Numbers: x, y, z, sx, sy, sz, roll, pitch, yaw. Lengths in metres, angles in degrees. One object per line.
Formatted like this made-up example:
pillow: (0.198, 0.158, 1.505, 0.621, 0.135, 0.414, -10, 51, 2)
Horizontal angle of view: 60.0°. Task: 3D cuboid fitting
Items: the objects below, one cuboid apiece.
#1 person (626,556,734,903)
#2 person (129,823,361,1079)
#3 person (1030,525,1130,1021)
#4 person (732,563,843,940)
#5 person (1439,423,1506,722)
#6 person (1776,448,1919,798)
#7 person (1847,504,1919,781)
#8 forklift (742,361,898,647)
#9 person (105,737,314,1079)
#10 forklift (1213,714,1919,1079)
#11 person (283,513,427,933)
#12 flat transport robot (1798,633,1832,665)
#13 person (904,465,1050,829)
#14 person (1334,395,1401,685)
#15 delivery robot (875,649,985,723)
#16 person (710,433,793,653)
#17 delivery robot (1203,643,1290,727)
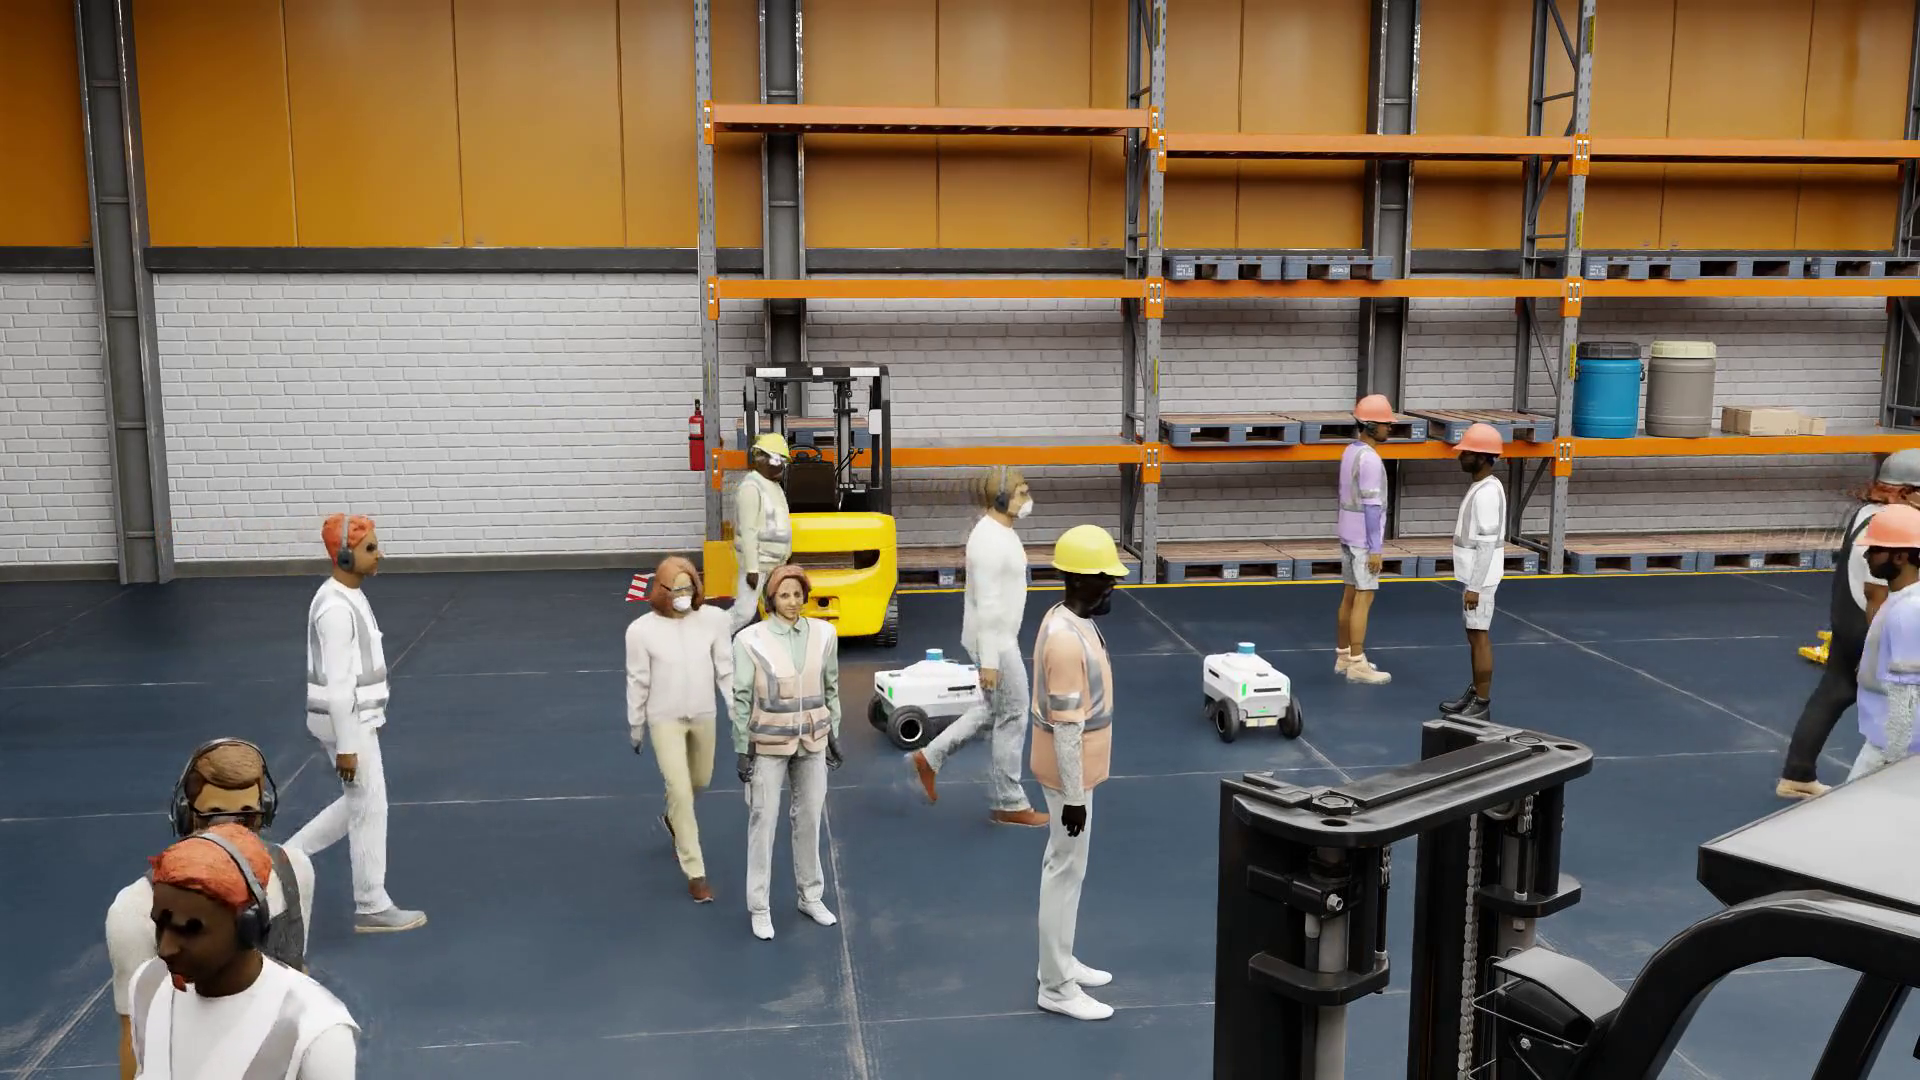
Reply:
person: (-1.325, 0.837, 7.847, 0.546, 1.600, 0.756, -5, 10, -29)
person: (-1.382, 1.434, 3.375, 0.582, 1.855, 0.906, 6, 11, 31)
person: (0.466, 0.891, 6.514, 0.375, 1.925, 0.595, 1, 9, 5)
person: (-0.753, 0.911, 7.286, 0.523, 1.639, 0.306, -6, 11, -31)
person: (3.293, 0.222, 10.643, 0.347, 1.943, 0.544, 2, 9, 14)
person: (4.986, 0.455, 8.882, 1.064, 2.000, 0.689, 2, 9, 11)
person: (3.975, 0.810, 7.020, 0.504, 1.926, 0.545, 7, 11, 36)
forklift: (-1.154, -0.340, 13.365, 1.214, 2.155, 2.313, -1, 9, -7)
person: (-1.693, 1.354, 3.894, 0.348, 1.842, 0.505, 6, 11, 32)
forklift: (1.441, 1.425, 2.350, 1.214, 2.155, 2.313, -7, 12, -39)
person: (-2.730, 0.809, 7.243, 0.621, 1.870, 0.580, -2, 9, -14)
flat transport robot: (6.997, 0.815, 12.142, 1.431, 0.197, 0.652, -1, 9, -3)
person: (0.107, 0.555, 8.682, 0.742, 1.920, 0.633, 1, 9, 6)
person: (2.889, -0.008, 11.782, 0.400, 2.039, 0.631, 0, 9, -3)
delivery robot: (-0.156, 0.920, 10.313, 0.707, 0.478, 0.477, -3, 10, -19)
person: (-1.487, 0.137, 11.745, 0.832, 1.774, 0.625, 3, 9, 16)
delivery robot: (1.801, 0.891, 10.490, 0.477, 0.478, 0.707, -2, 9, -12)
